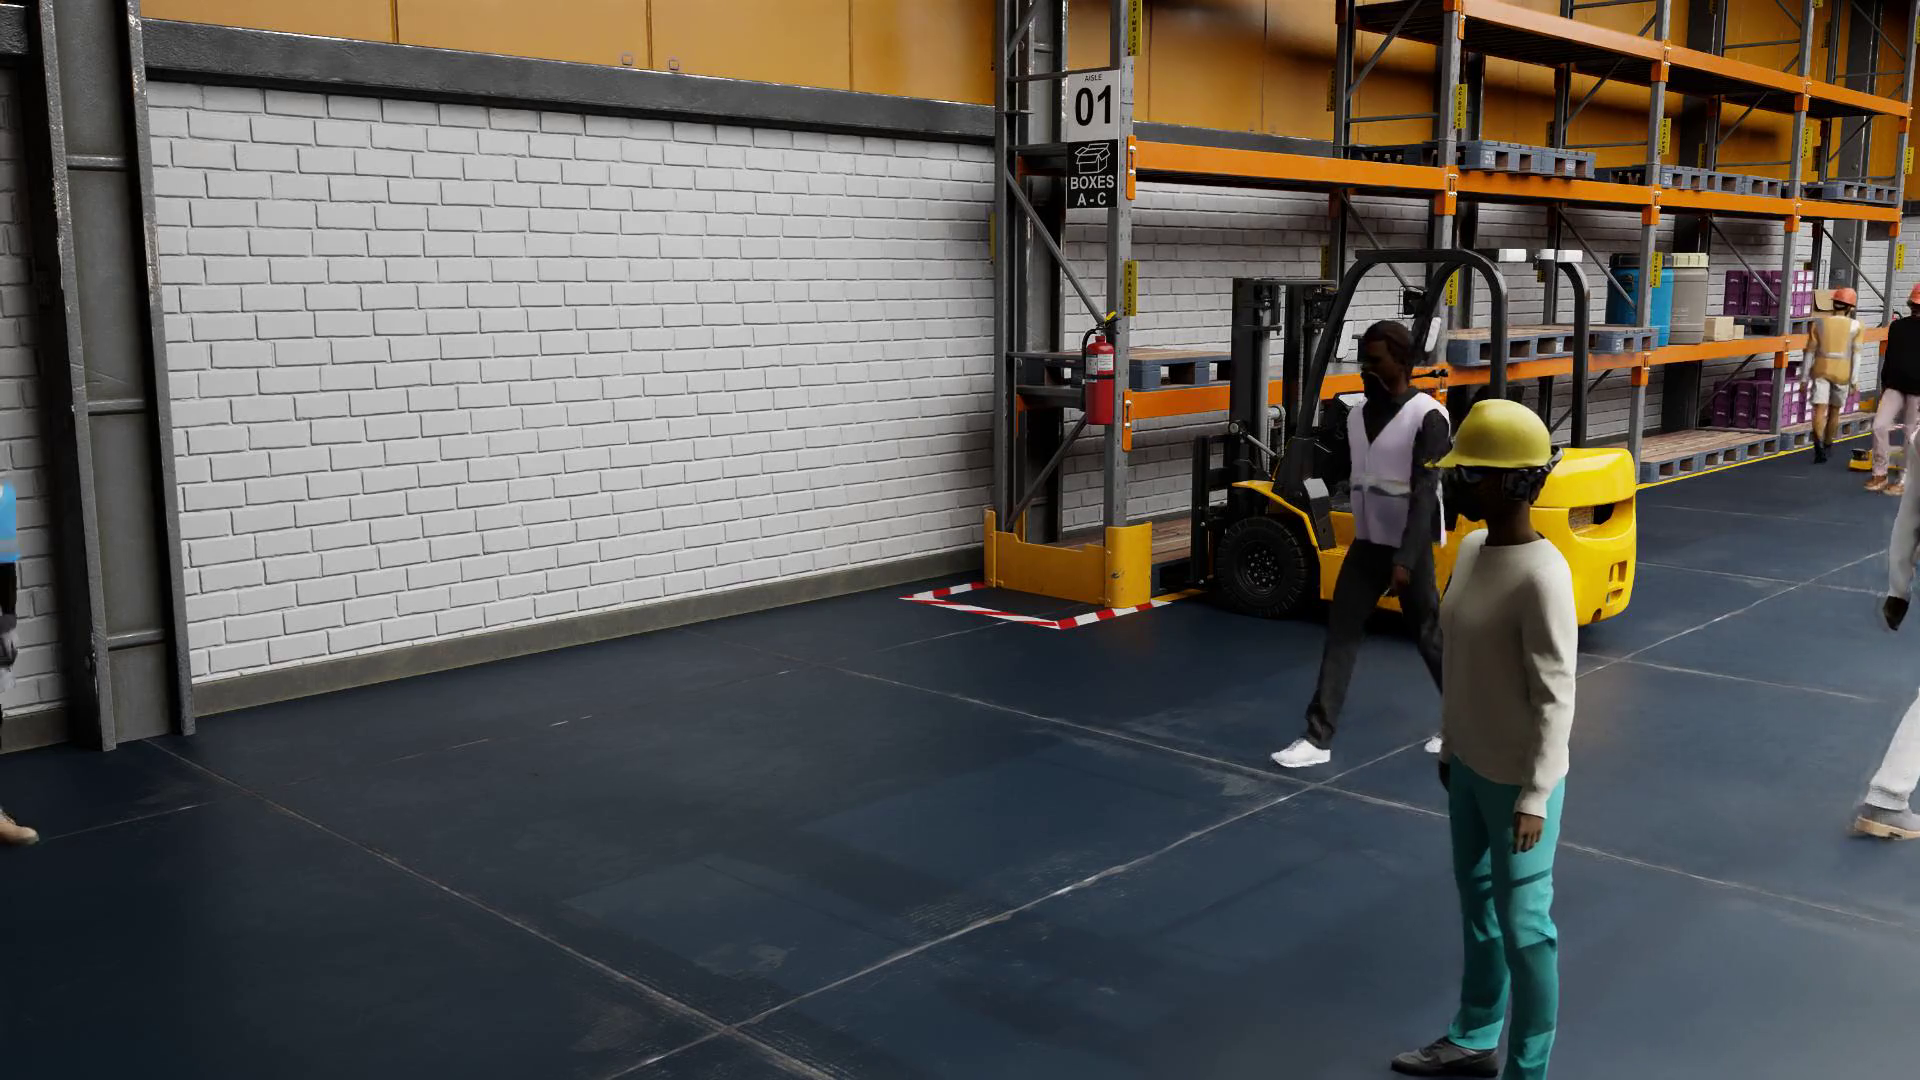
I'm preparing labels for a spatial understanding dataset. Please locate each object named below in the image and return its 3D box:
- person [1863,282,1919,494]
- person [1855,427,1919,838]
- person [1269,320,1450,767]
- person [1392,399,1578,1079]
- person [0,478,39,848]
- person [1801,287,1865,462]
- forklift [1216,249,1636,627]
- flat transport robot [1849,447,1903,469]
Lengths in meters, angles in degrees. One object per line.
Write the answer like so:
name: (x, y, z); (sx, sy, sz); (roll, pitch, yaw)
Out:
person: (8.641, -1.368, 15.138); (0.517, 1.964, 0.644); (-5, 11, -28)
person: (3.720, 0.181, 6.067); (1.006, 1.833, 0.576); (-2, 10, -14)
person: (1.814, 0.017, 6.967); (1.033, 1.873, 0.596); (-5, 11, -29)
person: (1.278, 0.546, 4.001); (0.329, 1.769, 0.526); (-1, 9, -6)
person: (-3.607, 0.312, 5.748); (0.660, 1.670, 0.321); (-6, 11, -32)
person: (9.398, -1.781, 17.939); (0.570, 1.890, 0.985); (5, 11, 29)
forklift: (2.710, -0.584, 9.626); (2.313, 2.155, 1.214); (9, 13, 43)
flat transport robot: (9.886, -0.807, 16.874); (1.431, 0.197, 0.652); (7, 12, 37)
